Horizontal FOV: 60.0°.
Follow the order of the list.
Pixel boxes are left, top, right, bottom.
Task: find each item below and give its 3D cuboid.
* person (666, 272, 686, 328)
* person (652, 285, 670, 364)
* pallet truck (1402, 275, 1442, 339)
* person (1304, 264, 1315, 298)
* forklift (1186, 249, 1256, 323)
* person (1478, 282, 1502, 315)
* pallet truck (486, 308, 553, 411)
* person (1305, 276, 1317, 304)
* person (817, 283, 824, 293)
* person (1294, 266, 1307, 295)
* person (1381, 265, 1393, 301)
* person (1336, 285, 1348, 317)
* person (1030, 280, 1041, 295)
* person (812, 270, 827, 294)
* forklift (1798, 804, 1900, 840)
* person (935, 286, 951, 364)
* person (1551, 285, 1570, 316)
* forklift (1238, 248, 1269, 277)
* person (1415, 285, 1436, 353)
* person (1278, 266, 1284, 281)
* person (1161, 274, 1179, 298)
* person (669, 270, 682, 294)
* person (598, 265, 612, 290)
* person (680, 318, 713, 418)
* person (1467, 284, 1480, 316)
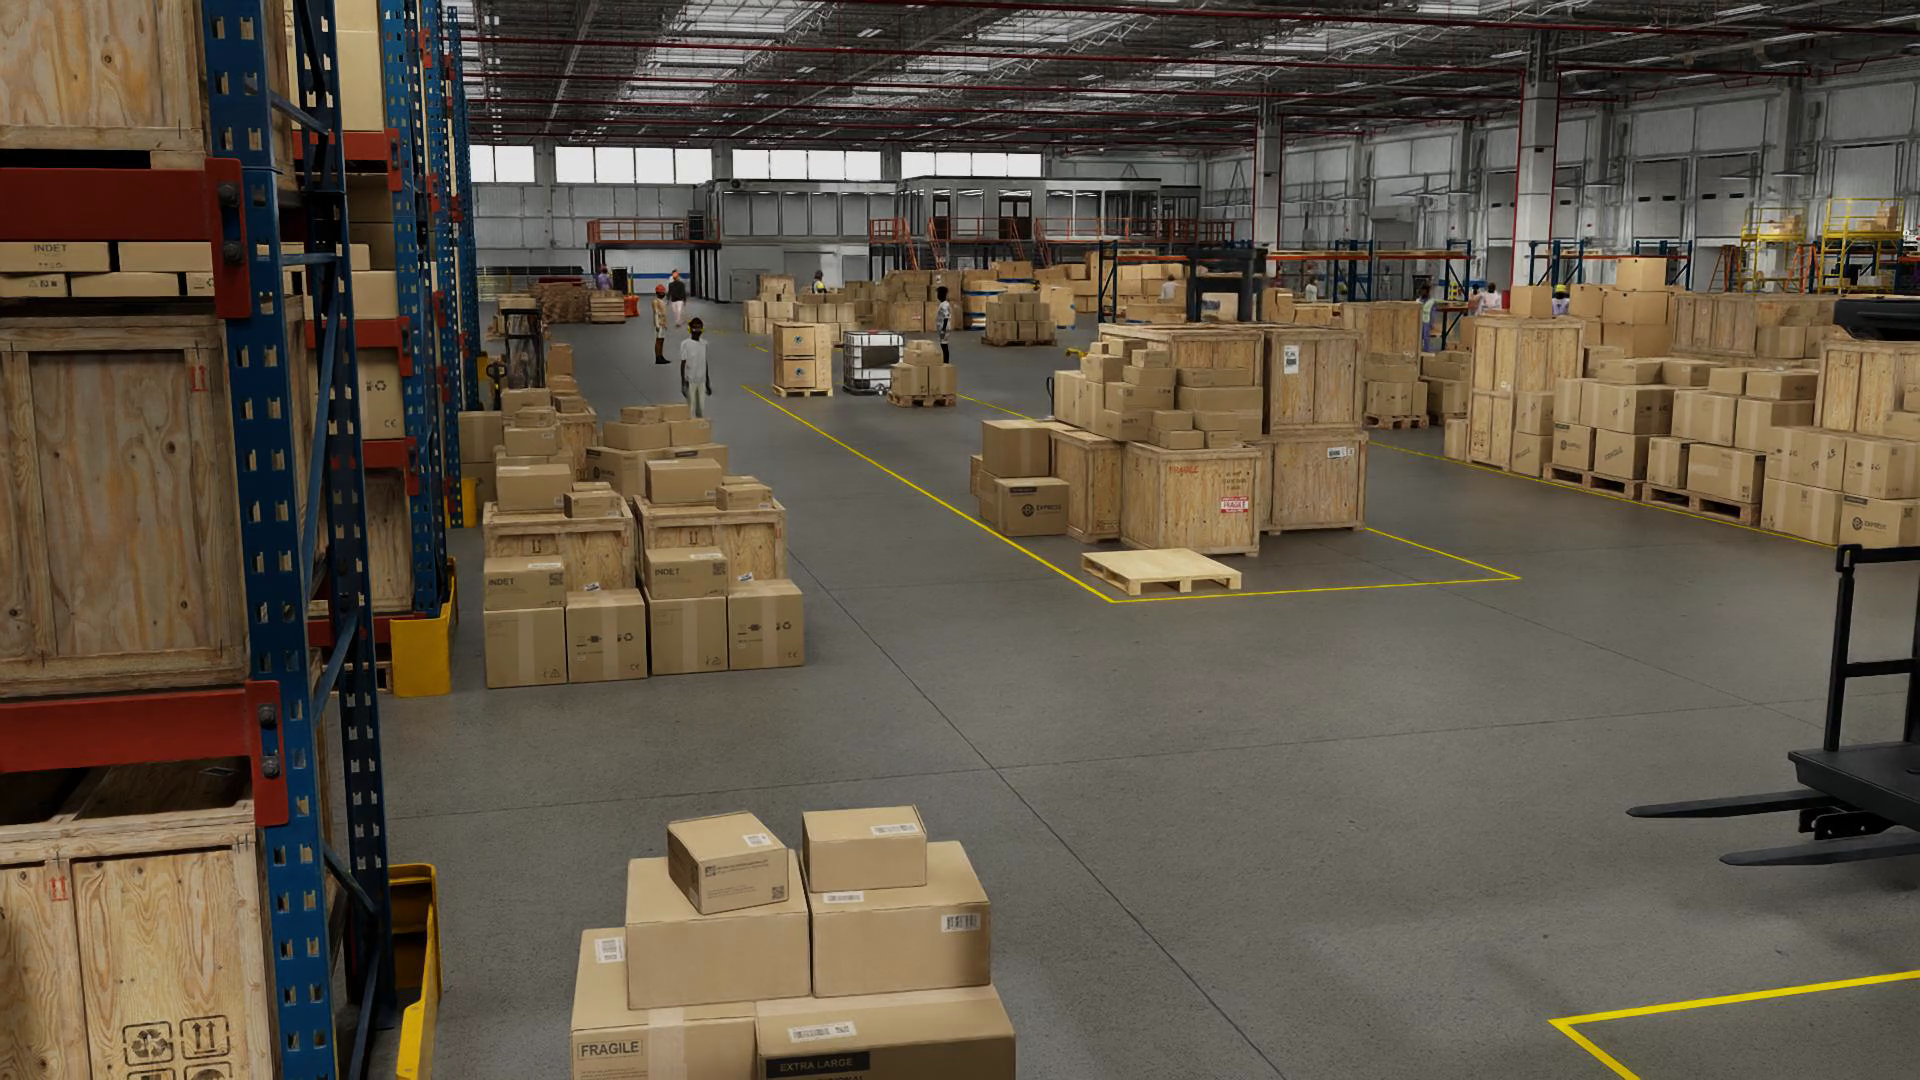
[{"bbox_3d":[-9.982,-8.396,58.321,0.628,1.949,0.955,2,10,12],"label":"person"},{"bbox_3d":[-7.313,-5.276,40.717,0.356,1.937,0.552,2,10,10],"label":"person"},{"bbox_3d":[14.620,-7.324,52.145,0.823,1.965,1.885,8,13,40],"label":"pallet truck"},{"bbox_3d":[18.486,-13.587,87.746,0.601,1.959,1.002,-4,11,-21],"label":"person"},{"bbox_3d":[3.670,-2.728,23.620,1.129,2.768,1.873,3,11,18],"label":"forklift"},{"bbox_3d":[15.413,-6.566,48.333,0.661,1.823,0.596,2,10,11],"label":"person"},{"bbox_3d":[-6.242,-2.418,24.362,0.823,1.965,1.885,1,10,3],"label":"pallet truck"},{"bbox_3d":[11.307,-7.542,53.561,0.368,1.937,0.631,8,13,37],"label":"person"},{"bbox_3d":[-4.242,-6.935,50.590,0.525,1.772,0.308,-1,10,-6],"label":"person"},{"bbox_3d":[17.006,-12.724,83.065,0.602,1.885,0.972,-2,10,-10],"label":"person"},{"bbox_3d":[20.742,-12.371,80.862,0.605,1.948,0.391,7,12,33],"label":"person"},{"bbox_3d":[11.404,-6.646,49.060,0.695,1.718,0.518,-5,11,-27],"label":"person"},{"bbox_3d":[2.369,-6.979,50.640,0.723,1.838,0.553,8,13,39],"label":"person"},{"bbox_3d":[-4.901,-8.447,58.380,0.538,2.000,0.689,-4,11,-21],"label":"person"},{"bbox_3d":[5.107,0.113,7.535,1.873,2.768,1.129,-3,10,-15],"label":"forklift"},{"bbox_3d":[-0.390,-4.828,38.100,0.367,1.966,0.606,-1,10,-5],"label":"person"},{"bbox_3d":[14.886,-5.353,41.291,0.649,1.902,0.388,8,13,38],"label":"person"},{"bbox_3d":[6.693,-5.290,38.126,1.873,2.768,1.129,-3,10,-15],"label":"forklift"},{"bbox_3d":[11.658,-5.445,41.791,0.592,1.903,0.466,9,13,42],"label":"person"},{"bbox_3d":[16.826,-13.593,88.084,0.633,1.842,0.429,-1,10,-7],"label":"person"},{"bbox_3d":[7.407,-8.381,58.470,0.642,1.893,1.046,3,11,19],"label":"person"},{"bbox_3d":[-12.729,-11.174,74.429,0.584,1.838,1.006,-1,10,-8],"label":"person"},{"bbox_3d":[-15.645,-11.084,73.339,0.629,2.033,0.646,2,10,12],"label":"person"},{"bbox_3d":[-3.747,-2.228,23.667,0.329,1.865,0.513,9,14,42],"label":"person"},{"bbox_3d":[16.558,-7.409,53.549,0.535,1.670,0.780,5,11,24],"label":"person"}]
